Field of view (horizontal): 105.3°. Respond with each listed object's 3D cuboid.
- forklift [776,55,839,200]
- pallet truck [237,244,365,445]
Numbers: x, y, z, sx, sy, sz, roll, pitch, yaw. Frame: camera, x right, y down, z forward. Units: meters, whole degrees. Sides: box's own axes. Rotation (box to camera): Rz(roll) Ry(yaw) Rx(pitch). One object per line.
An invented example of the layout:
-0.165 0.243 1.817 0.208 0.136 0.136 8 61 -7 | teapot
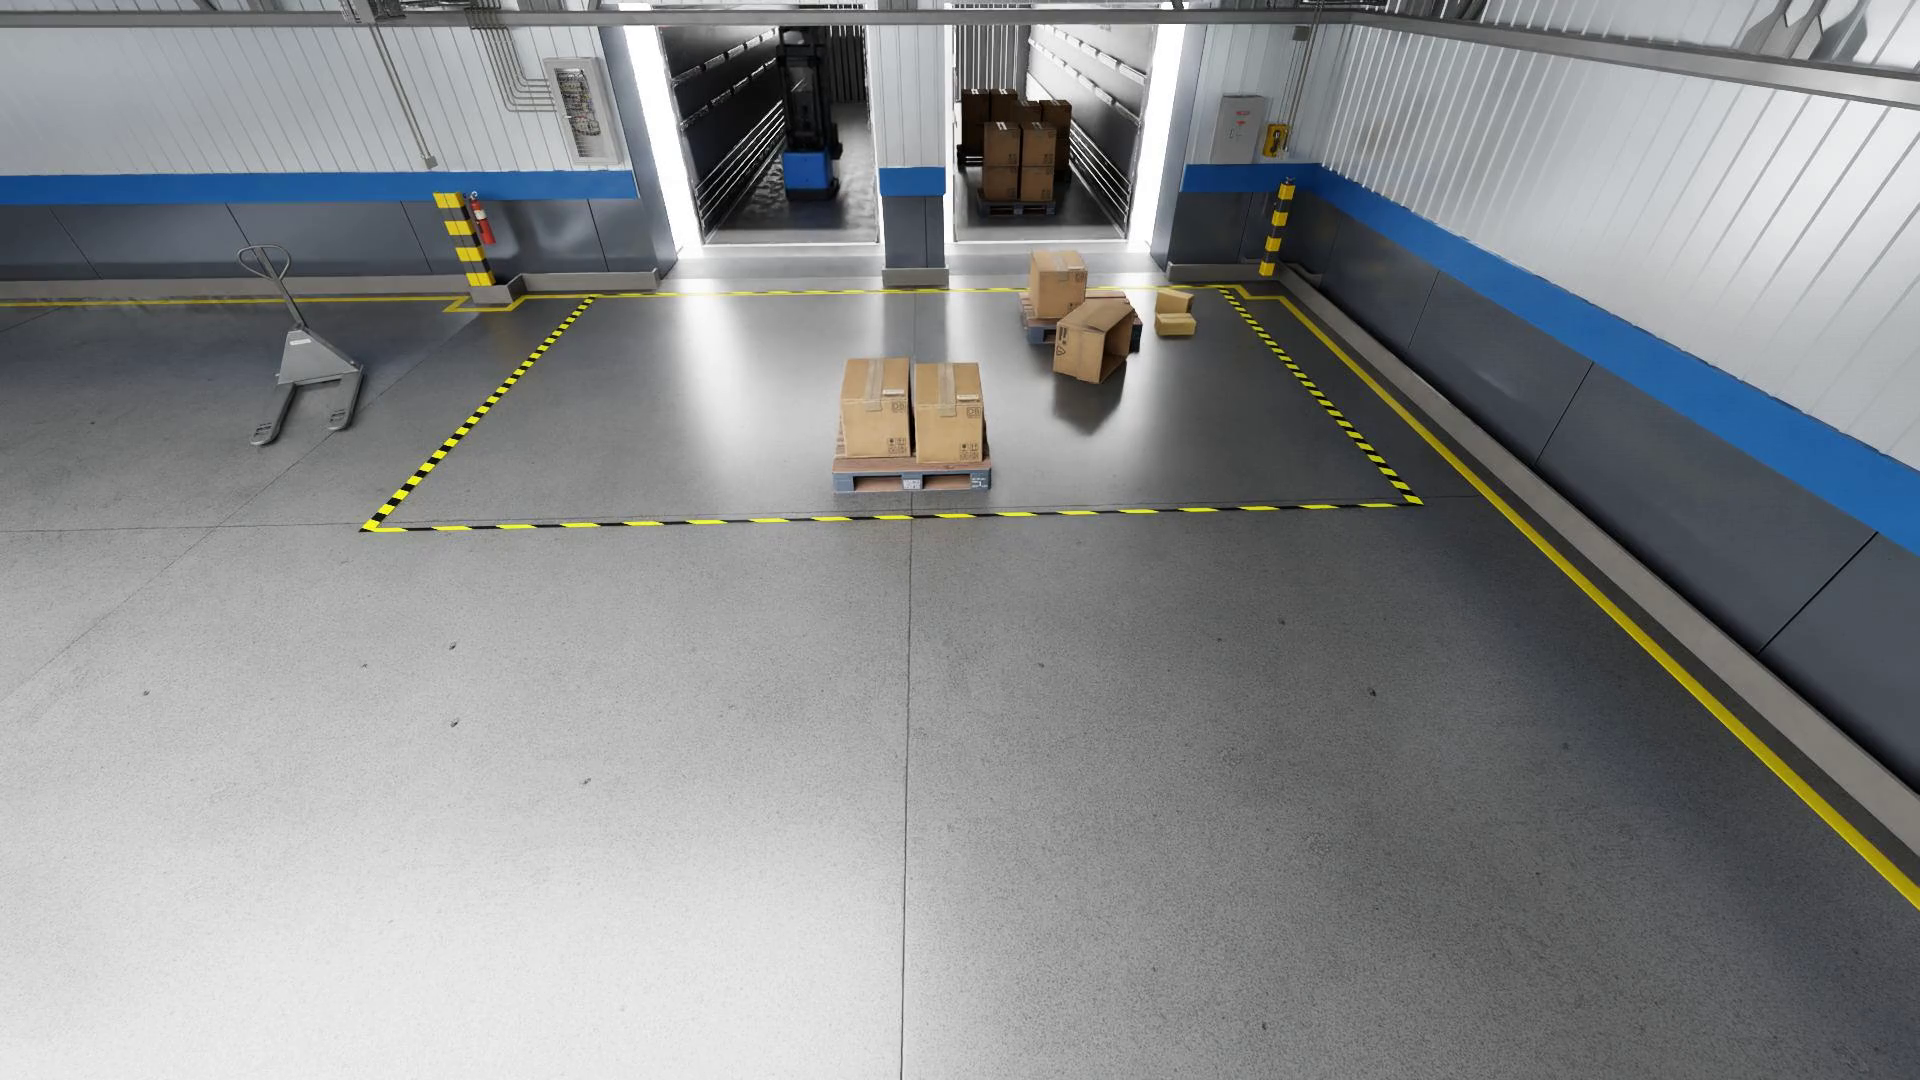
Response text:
-2.549 -6.697 11.976 0.716 2.013 0.776 -1 38 -1 | forklift
-5.915 -1.733 6.366 0.680 1.201 1.601 -18 42 -21 | pallet truck
